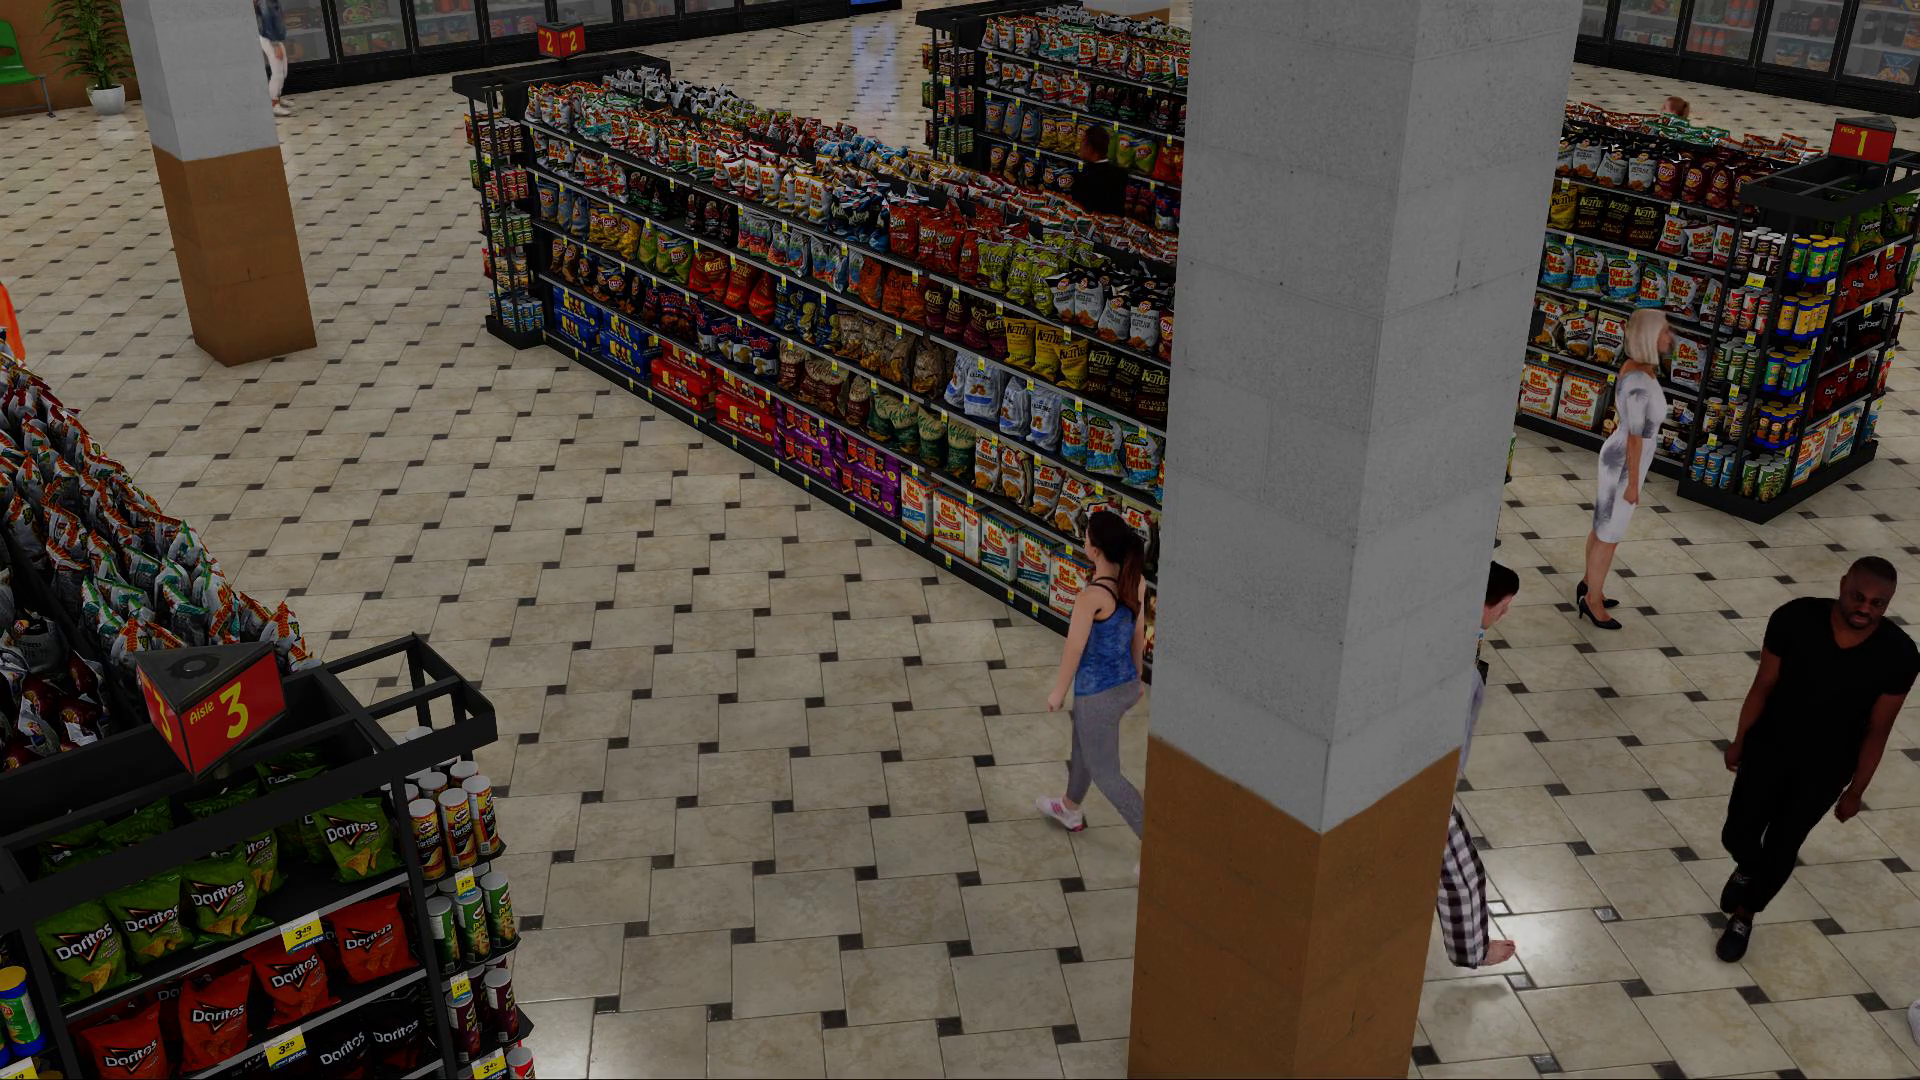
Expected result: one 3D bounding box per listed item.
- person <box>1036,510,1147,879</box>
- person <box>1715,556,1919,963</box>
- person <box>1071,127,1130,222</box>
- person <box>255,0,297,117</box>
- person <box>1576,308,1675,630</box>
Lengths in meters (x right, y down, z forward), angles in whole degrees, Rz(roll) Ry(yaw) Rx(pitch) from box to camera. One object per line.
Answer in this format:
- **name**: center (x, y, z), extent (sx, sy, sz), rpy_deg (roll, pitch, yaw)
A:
- **person**: center (0.653, 0.674, 6.869), extent (1.087, 1.577, 0.676), rpy_deg (21, 33, 35)
- **person**: center (3.238, 0.810, 6.358), extent (0.774, 1.796, 0.861), rpy_deg (21, 34, 35)
- **person**: center (0.983, -1.911, 11.630), extent (1.162, 1.880, 0.850), rpy_deg (20, 33, 34)
- **person**: center (-8.154, -5.847, 19.627), extent (0.896, 1.668, 0.785), rpy_deg (-9, 28, -18)
- **person**: center (3.491, -0.381, 8.755), extent (0.665, 1.752, 0.640), rpy_deg (8, 28, 15)
